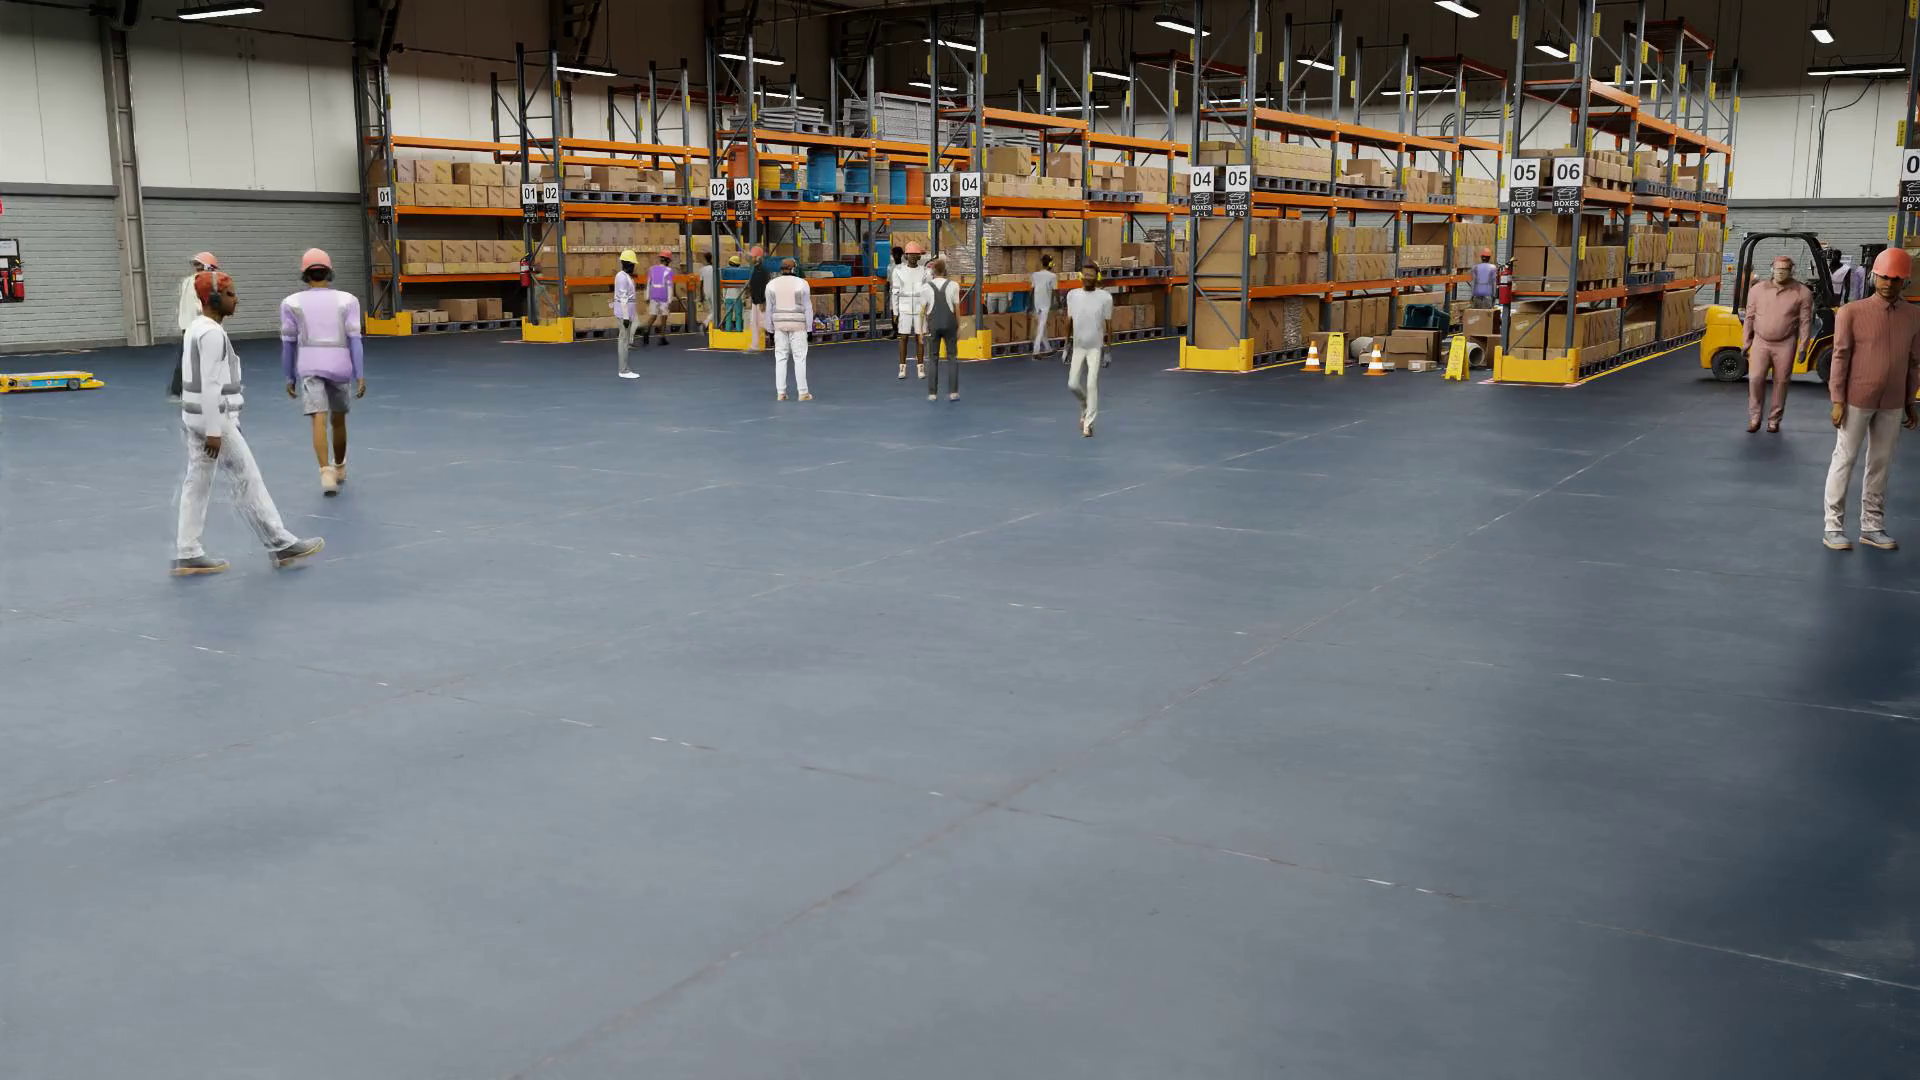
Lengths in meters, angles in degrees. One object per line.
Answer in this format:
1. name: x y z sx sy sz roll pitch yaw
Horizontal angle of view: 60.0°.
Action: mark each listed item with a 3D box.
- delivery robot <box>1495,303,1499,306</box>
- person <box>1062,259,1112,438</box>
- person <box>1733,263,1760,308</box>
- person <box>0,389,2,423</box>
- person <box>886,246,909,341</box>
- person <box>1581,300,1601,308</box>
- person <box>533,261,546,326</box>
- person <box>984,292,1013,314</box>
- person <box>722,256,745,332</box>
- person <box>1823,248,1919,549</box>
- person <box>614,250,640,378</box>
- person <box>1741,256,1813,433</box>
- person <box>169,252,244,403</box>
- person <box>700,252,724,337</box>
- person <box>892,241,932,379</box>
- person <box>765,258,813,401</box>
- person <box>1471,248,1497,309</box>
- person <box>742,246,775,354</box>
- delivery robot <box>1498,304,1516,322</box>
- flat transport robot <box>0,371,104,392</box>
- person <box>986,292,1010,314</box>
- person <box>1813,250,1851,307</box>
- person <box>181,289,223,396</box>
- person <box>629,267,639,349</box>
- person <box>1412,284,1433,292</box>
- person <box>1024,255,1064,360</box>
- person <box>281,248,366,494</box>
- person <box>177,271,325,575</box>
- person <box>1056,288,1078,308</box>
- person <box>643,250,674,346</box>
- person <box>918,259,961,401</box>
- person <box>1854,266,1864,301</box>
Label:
1. delivery robot: 13.214 -5.591 40.907 0.477 0.478 0.707 -1 10 -8
2. person: 1.339 -2.009 17.456 0.549 1.857 0.473 4 11 20
3. person: 17.239 -5.267 36.454 0.524 1.587 0.882 6 12 31
4. person: -10.944 -2.188 18.541 0.429 1.838 0.629 -2 10 -14
5. person: -1.277 -5.098 34.456 0.613 1.962 0.367 7 12 33
6. person: 13.933 -5.483 36.874 0.566 1.884 1.026 -1 10 -4
7. person: -9.485 -5.491 37.624 0.419 1.616 0.515 -8 13 -39
8. person: 0.757 -4.812 32.972 0.624 1.931 0.378 1 10 8
9. person: -4.571 -4.868 33.724 0.526 1.768 0.331 5 11 27
10. person: 6.053 -0.922 10.999 0.611 1.990 0.392 -1 10 -3
11. person: -5.013 -3.397 25.059 0.392 1.918 0.589 -2 10 -9
12. person: 8.659 -2.067 17.687 0.680 1.883 0.689 6 12 32
13. person: -9.763 -2.735 21.428 0.631 1.892 1.113 10 14 43
14. person: -5.362 -5.265 35.726 0.524 1.851 0.779 6 12 28
15. person: -0.711 -3.434 24.904 0.609 2.048 0.367 -1 10 -5
16. person: -2.181 -2.708 21.438 0.621 1.837 0.429 2 10 13
17. person: 11.394 -5.386 36.206 0.542 1.923 0.473 5 11 27
18. person: -3.565 -4.376 30.383 0.801 1.977 0.613 -4 11 -19
19. delivery robot: 13.099 -5.489 40.331 0.707 0.478 0.477 -1 10 -8
20. flat transport robot: -12.662 -2.188 22.902 1.431 0.197 0.652 -10 14 -44
21. person: 0.769 -5.040 34.609 0.614 1.800 0.769 5 11 25
22. person: 18.182 -5.105 34.748 0.953 1.878 0.599 -8 13 -38
23. person: -9.020 -2.310 19.839 0.750 1.614 0.523 2 10 10
24. person: -6.354 -4.452 31.823 0.468 1.604 0.515 -8 13 -39
25. person: 11.136 -5.909 39.989 0.545 1.595 0.823 7 12 33
26. person: 1.504 -4.065 29.092 0.575 1.811 0.968 9 13 41
27. person: -5.204 -1.383 13.607 0.620 1.987 1.086 -4 11 -20
28. person: -4.447 -0.720 10.260 0.924 1.843 0.611 -7 12 -34
29. person: 2.297 -5.215 35.672 0.533 1.767 0.323 4 11 22
30. person: -5.947 -4.764 32.767 0.615 1.902 0.705 4 11 20
31. person: -0.249 -2.680 21.308 0.593 1.822 0.462 0 10 2
32. person: 17.565 -4.634 32.022 0.410 1.909 0.643 -8 13 -39
